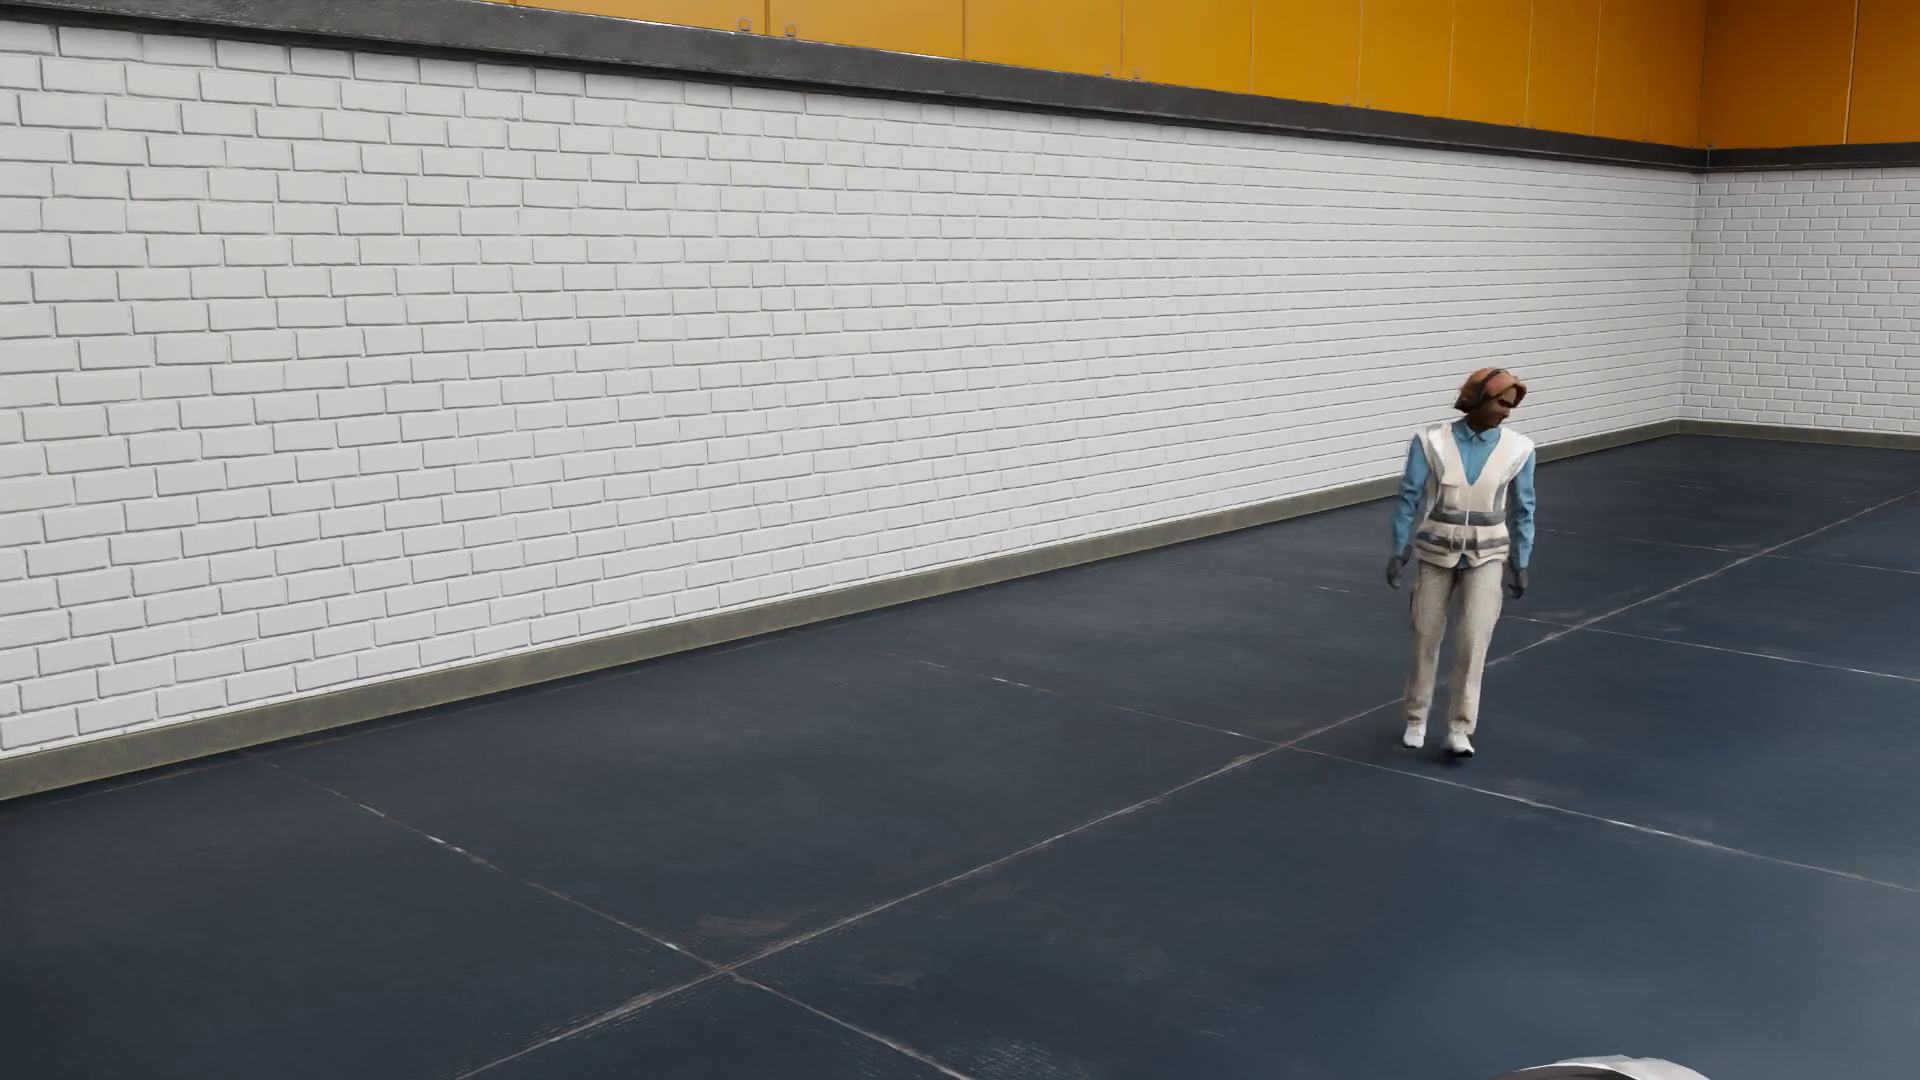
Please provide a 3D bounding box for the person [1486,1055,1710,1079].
[{"bbox_3d":[0.313,0.973,0.984,0.581,1.884,0.351,-9,14,-42],"label":"person"}]

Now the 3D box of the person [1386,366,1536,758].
[{"bbox_3d":[2.025,0.100,6.750,0.578,1.606,0.507,3,10,14],"label":"person"}]
